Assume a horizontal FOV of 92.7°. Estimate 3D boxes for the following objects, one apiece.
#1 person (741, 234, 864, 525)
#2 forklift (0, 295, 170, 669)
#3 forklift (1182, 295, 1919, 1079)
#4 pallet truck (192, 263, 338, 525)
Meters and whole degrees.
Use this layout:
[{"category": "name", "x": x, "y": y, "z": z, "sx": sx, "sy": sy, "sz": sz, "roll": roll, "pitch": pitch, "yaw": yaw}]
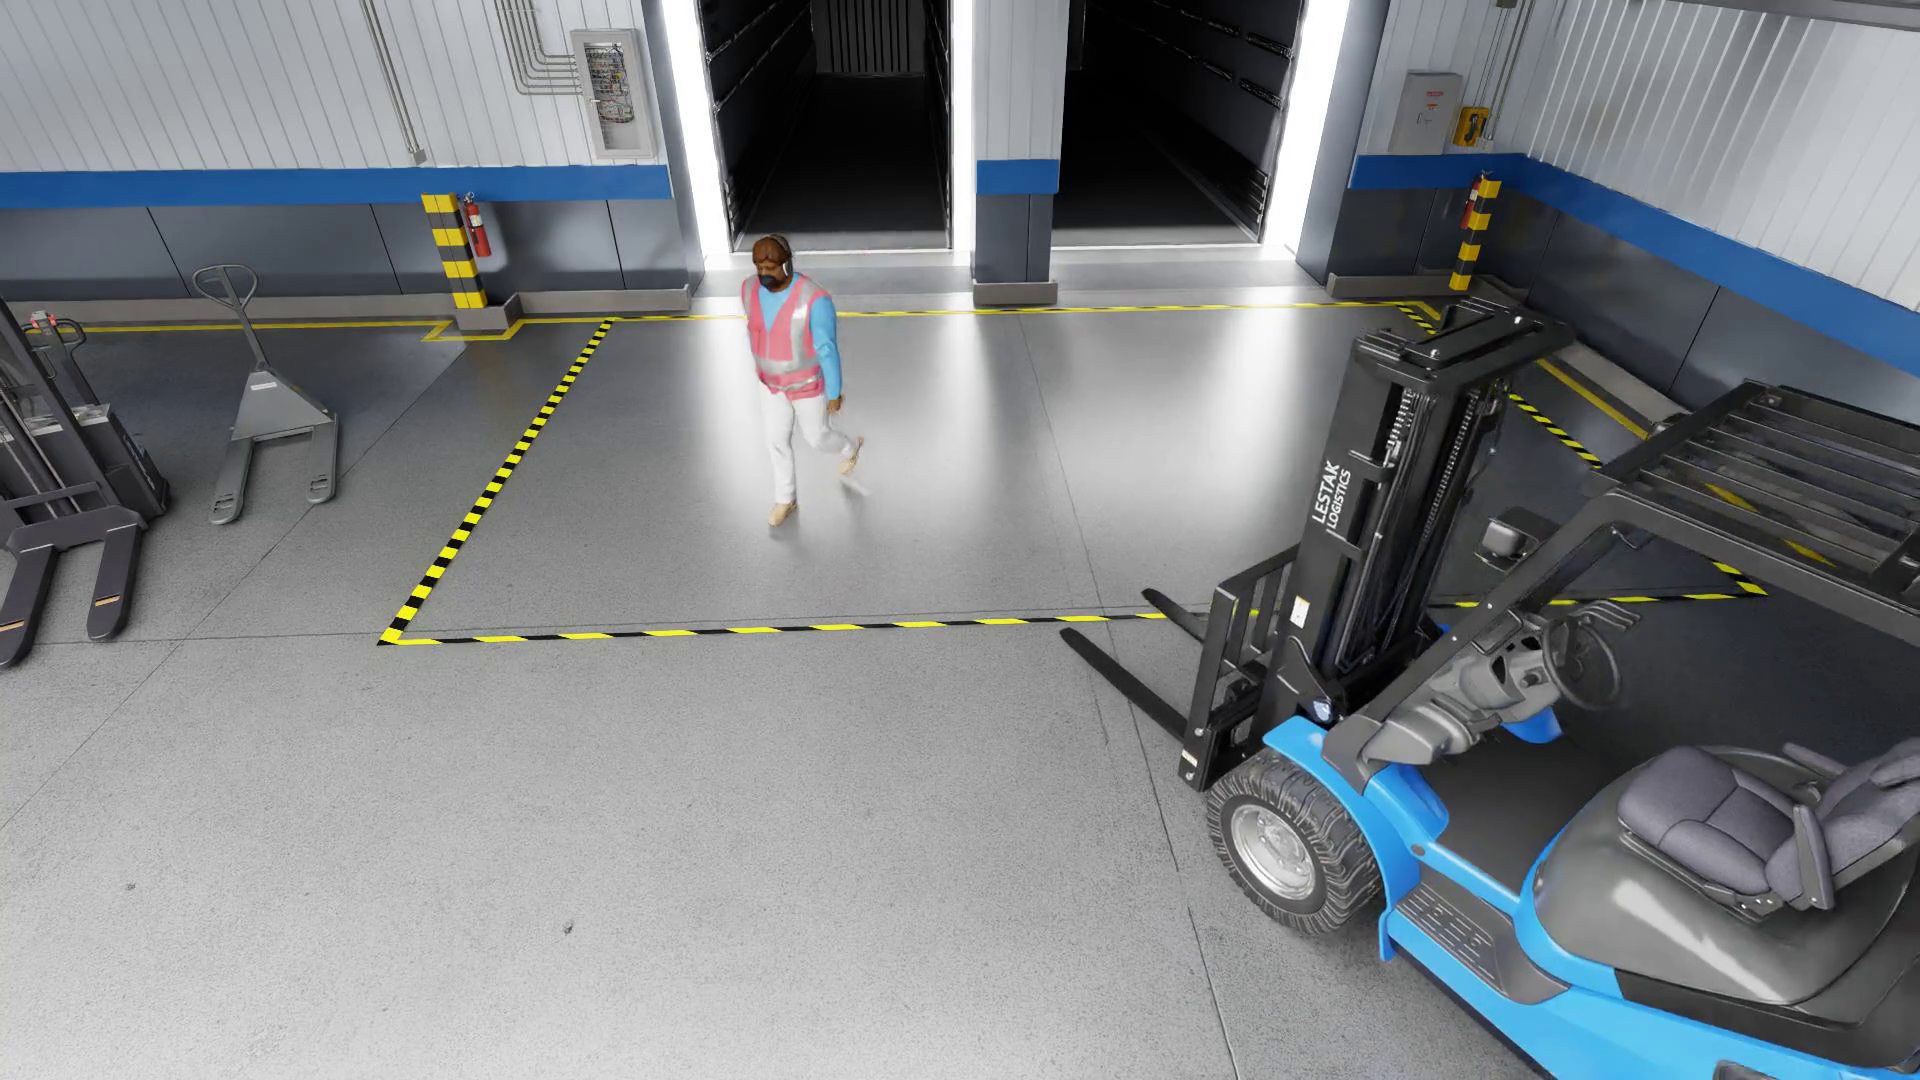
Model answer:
[{"category": "person", "x": -0.950, "y": -1.006, "z": 5.614, "sx": 0.633, "sy": 1.806, "sz": 0.834, "roll": 16, "pitch": 38, "yaw": 22}, {"category": "forklift", "x": -5.212, "y": -0.618, "z": 4.878, "sx": 0.823, "sy": 1.965, "sz": 1.885, "roll": -20, "pitch": 39, "yaw": -26}, {"category": "forklift", "x": 2.151, "y": 0.656, "z": 2.737, "sx": 1.157, "sy": 2.036, "sz": 2.680, "roll": -22, "pitch": 40, "yaw": -28}, {"category": "pallet truck", "x": -4.778, "y": -1.027, "z": 6.128, "sx": 0.680, "sy": 1.201, "sz": 1.601, "roll": -17, "pitch": 38, "yaw": -23}]
